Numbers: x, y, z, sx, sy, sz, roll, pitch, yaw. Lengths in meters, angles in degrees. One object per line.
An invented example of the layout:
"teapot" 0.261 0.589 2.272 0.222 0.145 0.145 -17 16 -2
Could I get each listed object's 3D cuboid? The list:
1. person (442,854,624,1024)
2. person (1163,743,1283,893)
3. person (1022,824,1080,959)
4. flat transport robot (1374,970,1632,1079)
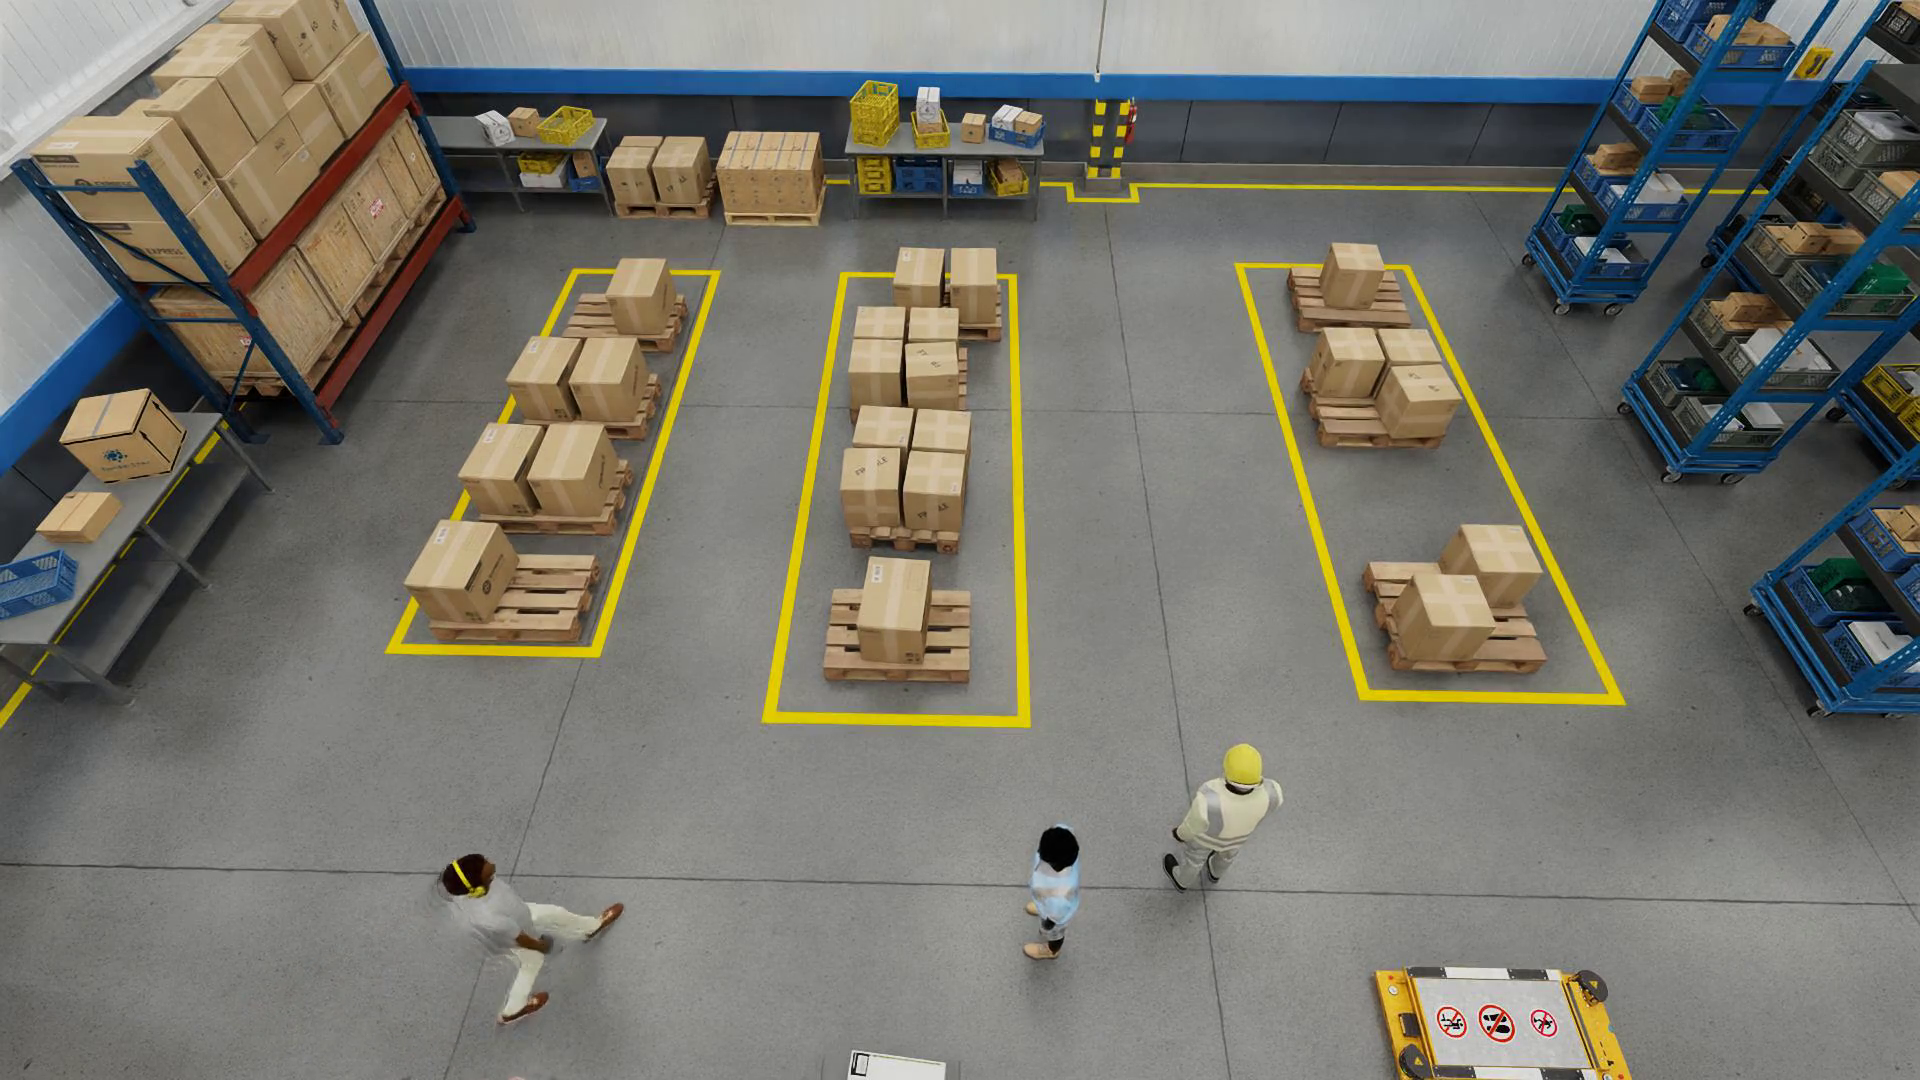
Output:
"person" -2.695 2.347 5.560 0.940 1.831 0.538 -36 59 -26
"person" 1.680 1.840 5.975 0.587 1.822 0.403 -9 51 -8
"person" 0.584 2.211 5.756 0.319 1.693 0.535 5 51 4
"flat transport robot" 3.501 3.133 5.914 1.431 0.197 0.652 1 51 1
